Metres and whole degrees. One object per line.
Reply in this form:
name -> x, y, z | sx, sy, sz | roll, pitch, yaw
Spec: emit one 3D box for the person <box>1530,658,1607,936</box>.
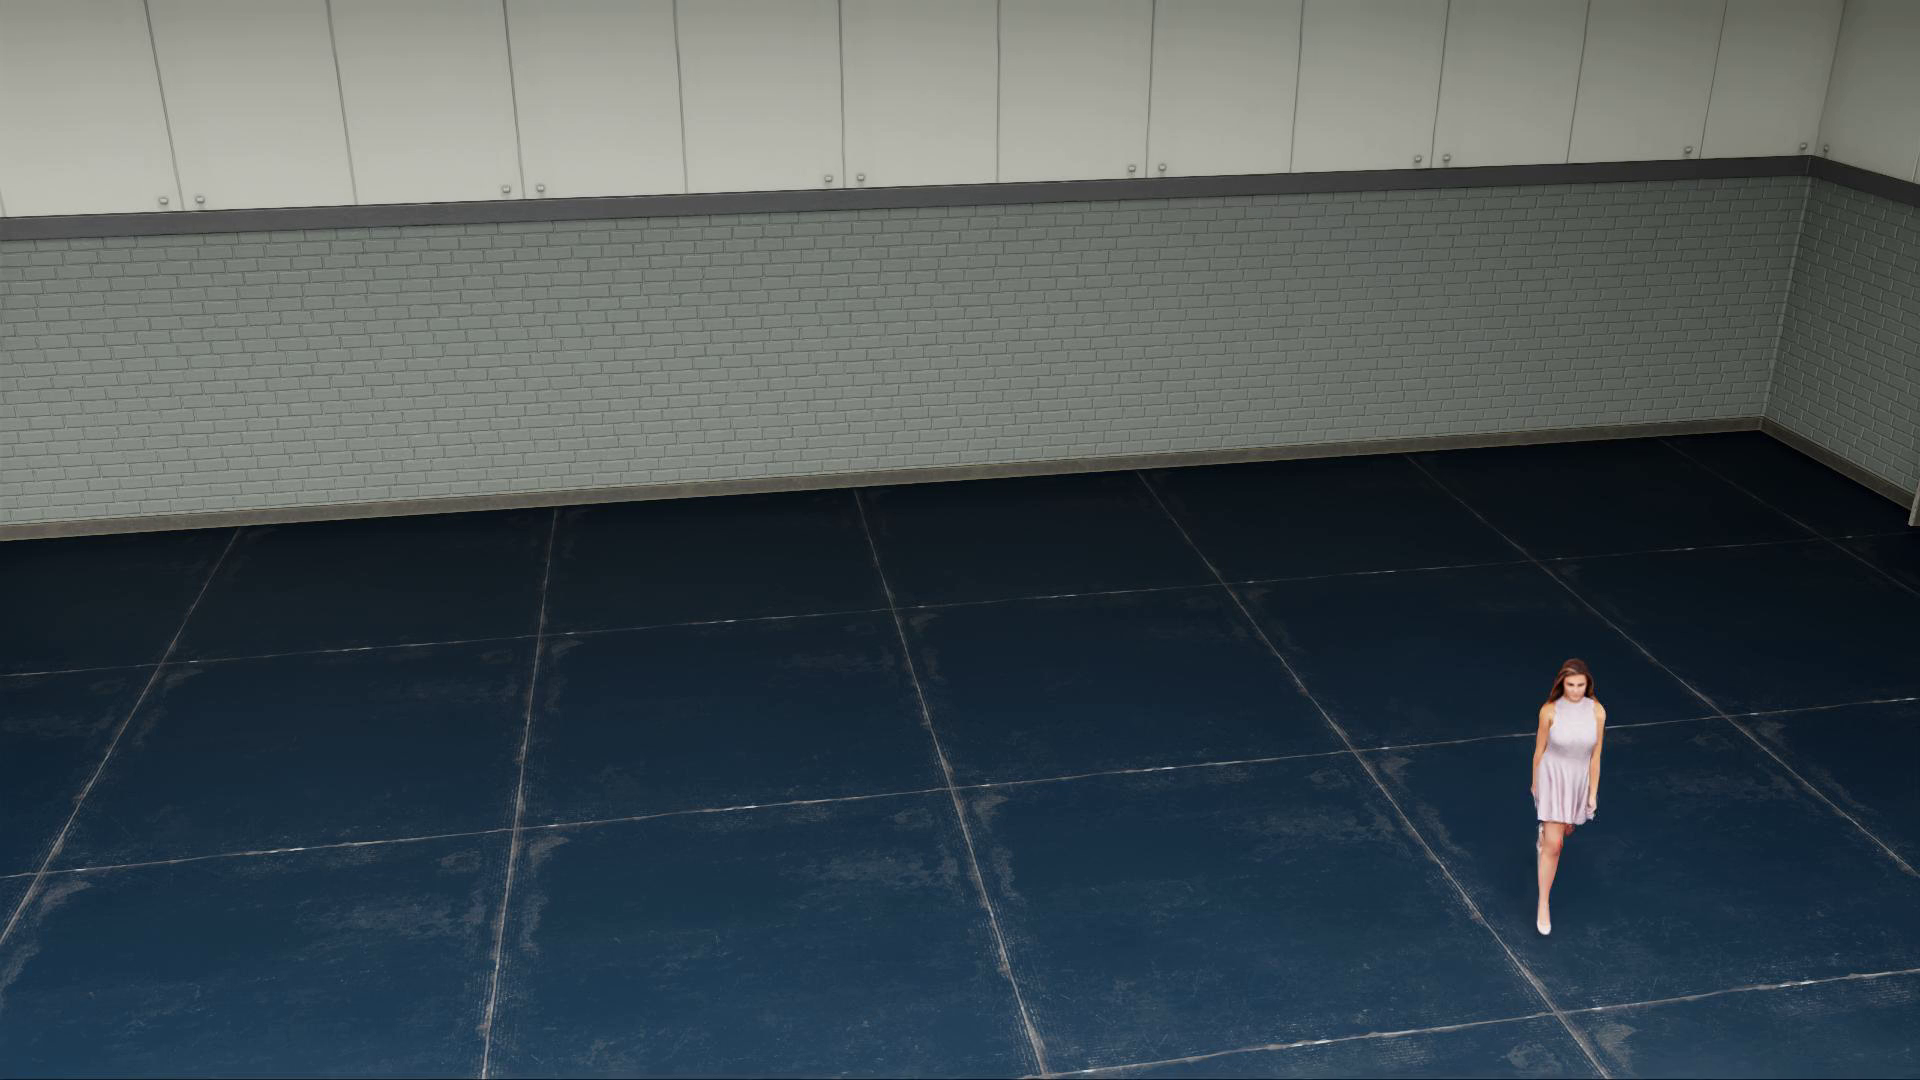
person -> 3.676, 1.486, 10.153 | 0.804, 1.735, 1.168 | 3, 23, 8
